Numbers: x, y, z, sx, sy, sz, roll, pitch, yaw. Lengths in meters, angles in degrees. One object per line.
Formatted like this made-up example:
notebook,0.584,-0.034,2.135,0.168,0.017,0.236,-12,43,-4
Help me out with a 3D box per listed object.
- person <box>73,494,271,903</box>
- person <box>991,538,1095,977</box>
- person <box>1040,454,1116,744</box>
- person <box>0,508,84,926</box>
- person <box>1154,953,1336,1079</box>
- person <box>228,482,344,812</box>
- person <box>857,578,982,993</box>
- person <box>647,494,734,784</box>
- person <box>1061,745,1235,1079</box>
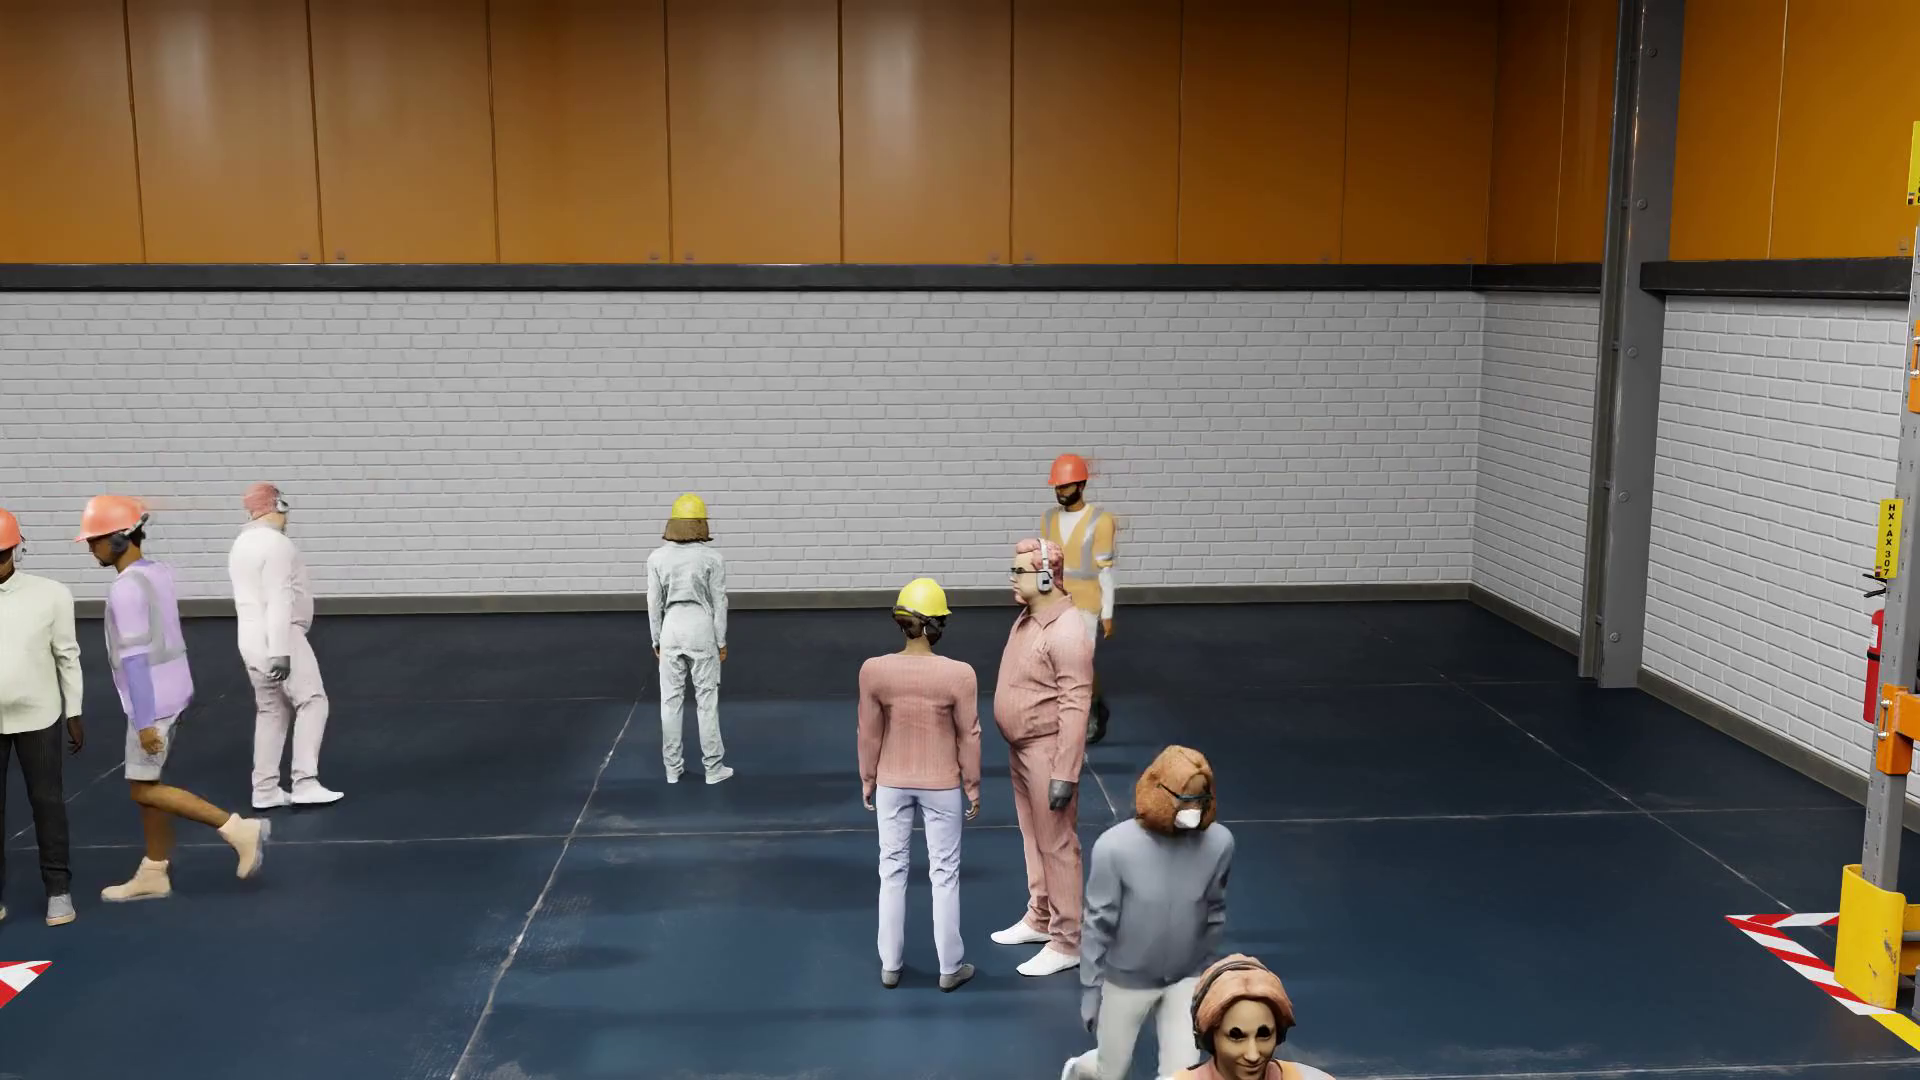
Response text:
person,-3.797,0.770,8.014,0.765,2.008,0.628,-2,9,-10
person,0.344,0.934,7.270,0.404,1.906,0.652,-2,9,-15
person,0.714,0.405,10.547,0.562,1.918,0.427,8,12,40
person,-4.390,0.827,7.676,0.622,1.990,0.402,-4,10,-22
person,0.572,1.664,3.523,0.523,1.639,0.306,-2,9,-14
person,-3.880,0.607,9.476,0.728,1.859,0.523,8,12,41
person,-0.167,1.038,7.070,0.533,1.764,0.323,2,9,11
person,-1.614,0.592,9.949,0.487,1.737,0.320,2,9,10
person,0.594,1.389,5.412,0.522,1.601,0.733,-2,9,-14
